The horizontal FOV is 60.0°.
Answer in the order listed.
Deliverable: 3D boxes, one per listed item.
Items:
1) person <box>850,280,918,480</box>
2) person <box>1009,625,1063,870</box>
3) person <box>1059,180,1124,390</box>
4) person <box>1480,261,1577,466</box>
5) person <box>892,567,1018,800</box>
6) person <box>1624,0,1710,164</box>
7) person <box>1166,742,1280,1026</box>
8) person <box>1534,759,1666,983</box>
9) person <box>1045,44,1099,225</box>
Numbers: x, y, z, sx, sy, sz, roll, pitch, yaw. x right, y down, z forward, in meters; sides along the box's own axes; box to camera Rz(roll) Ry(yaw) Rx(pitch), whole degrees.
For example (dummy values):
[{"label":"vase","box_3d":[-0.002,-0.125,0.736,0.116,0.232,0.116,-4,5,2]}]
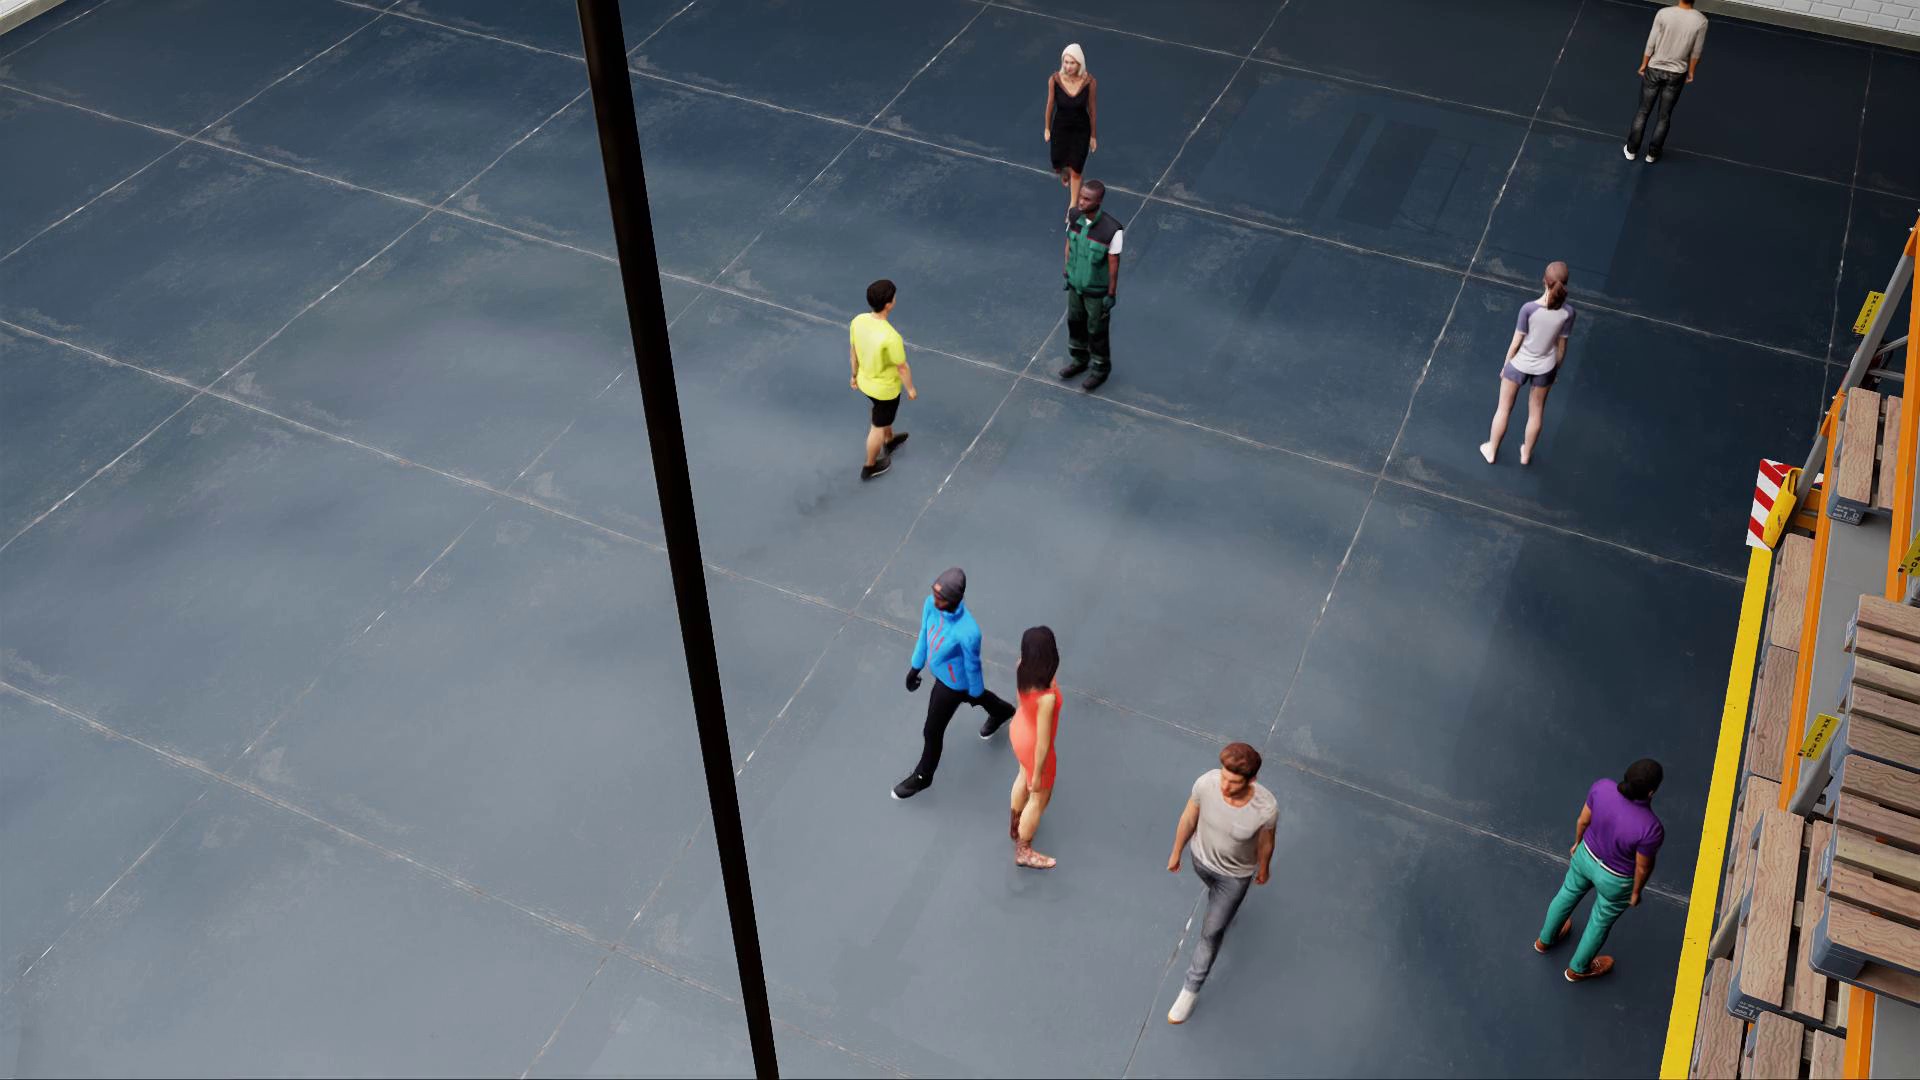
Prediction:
[{"label":"person","box_3d":[-0.646,-1.127,12.215,0.907,1.686,0.789,-34,53,-30]},{"label":"person","box_3d":[0.398,1.235,9.736,0.870,1.685,0.825,-6,44,-7]},{"label":"person","box_3d":[1.029,-2.013,13.034,0.752,1.839,0.721,34,53,30]},{"label":"person","box_3d":[4.232,-1.291,12.329,0.644,1.766,0.638,5,44,5]},{"label":"person","box_3d":[0.022,0.779,10.163,1.287,1.756,1.062,-23,48,-23]},{"label":"person","box_3d":[6.610,-4.388,15.546,0.643,1.812,0.538,17,46,17]},{"label":"person","box_3d":[1.472,1.697,9.136,0.830,1.843,1.289,25,49,24]},{"label":"person","box_3d":[3.528,1.789,9.094,0.746,1.768,0.724,-25,49,-24]},{"label":"person","box_3d":[1.007,-3.686,14.870,0.749,1.727,0.895,6,44,7]}]
